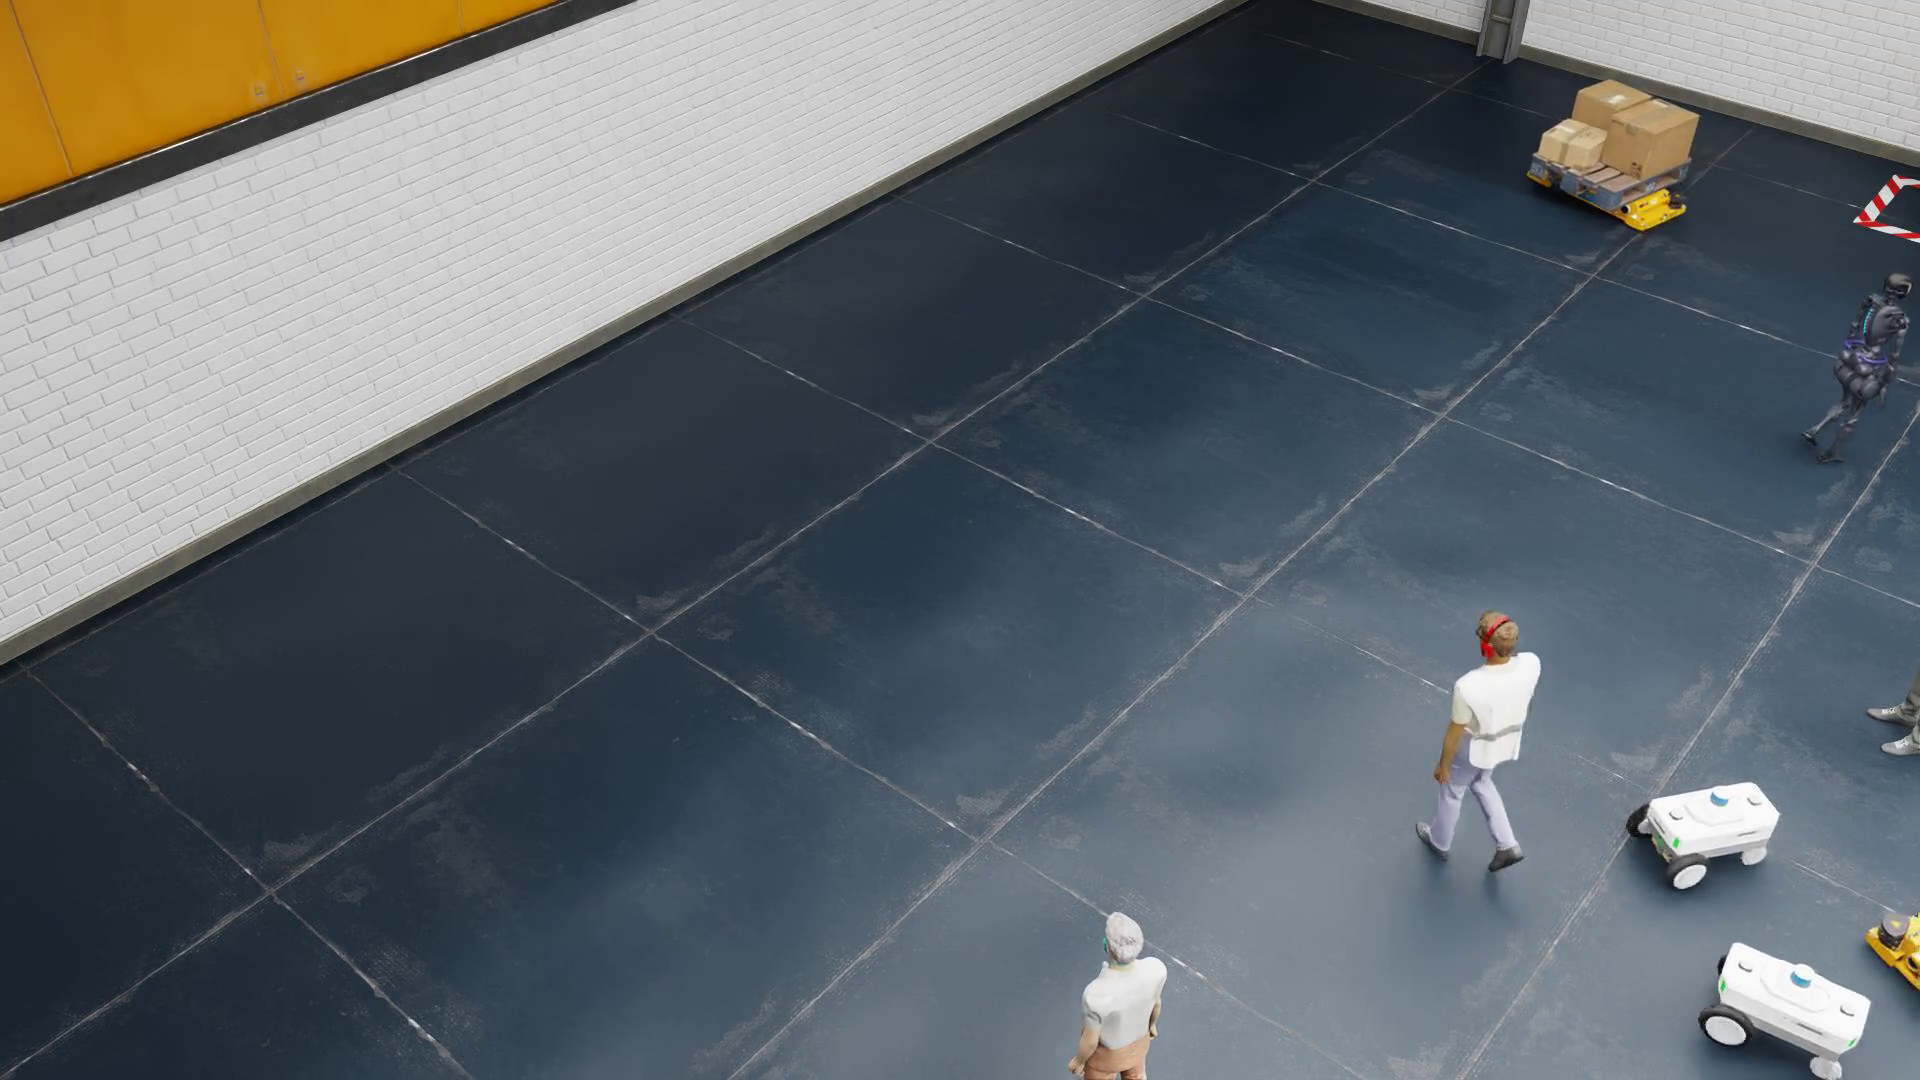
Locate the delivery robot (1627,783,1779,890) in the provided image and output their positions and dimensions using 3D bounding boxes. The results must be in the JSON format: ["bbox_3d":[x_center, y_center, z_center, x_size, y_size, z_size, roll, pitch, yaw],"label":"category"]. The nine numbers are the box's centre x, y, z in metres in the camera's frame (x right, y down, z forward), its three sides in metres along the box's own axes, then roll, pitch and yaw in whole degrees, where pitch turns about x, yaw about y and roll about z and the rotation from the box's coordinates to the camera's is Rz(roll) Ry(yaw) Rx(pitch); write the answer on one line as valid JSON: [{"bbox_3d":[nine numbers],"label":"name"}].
[{"bbox_3d":[4.448,1.719,9.937,0.805,0.609,0.499,-8,40,-10],"label":"delivery robot"}]

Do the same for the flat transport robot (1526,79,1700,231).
[{"bbox_3d":[6.473,-3.535,16.675,0.659,0.231,1.431,-24,45,-27],"label":"flat transport robot"}]

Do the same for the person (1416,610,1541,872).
[{"bbox_3d":[3.026,1.225,9.524,0.580,1.829,0.583,-18,42,-21],"label":"person"}]

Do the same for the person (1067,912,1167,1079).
[{"bbox_3d":[0.757,2.436,8.085,0.493,1.744,0.302,-20,43,-23],"label":"person"}]

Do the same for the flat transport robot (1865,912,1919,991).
[{"bbox_3d":[5.754,2.581,9.083,0.659,0.231,1.431,-13,41,-16],"label":"flat transport robot"}]

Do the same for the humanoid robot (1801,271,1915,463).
[{"bbox_3d":[6.934,-1.312,12.785,0.382,1.647,0.584,-7,39,-9],"label":"humanoid robot"}]

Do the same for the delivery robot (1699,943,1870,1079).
[{"bbox_3d":[4.430,2.503,8.962,0.799,0.608,0.499,22,44,25],"label":"delivery robot"}]

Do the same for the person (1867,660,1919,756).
[{"bbox_3d":[6.170,0.593,10.300,0.391,1.837,0.562,7,39,8],"label":"person"}]
